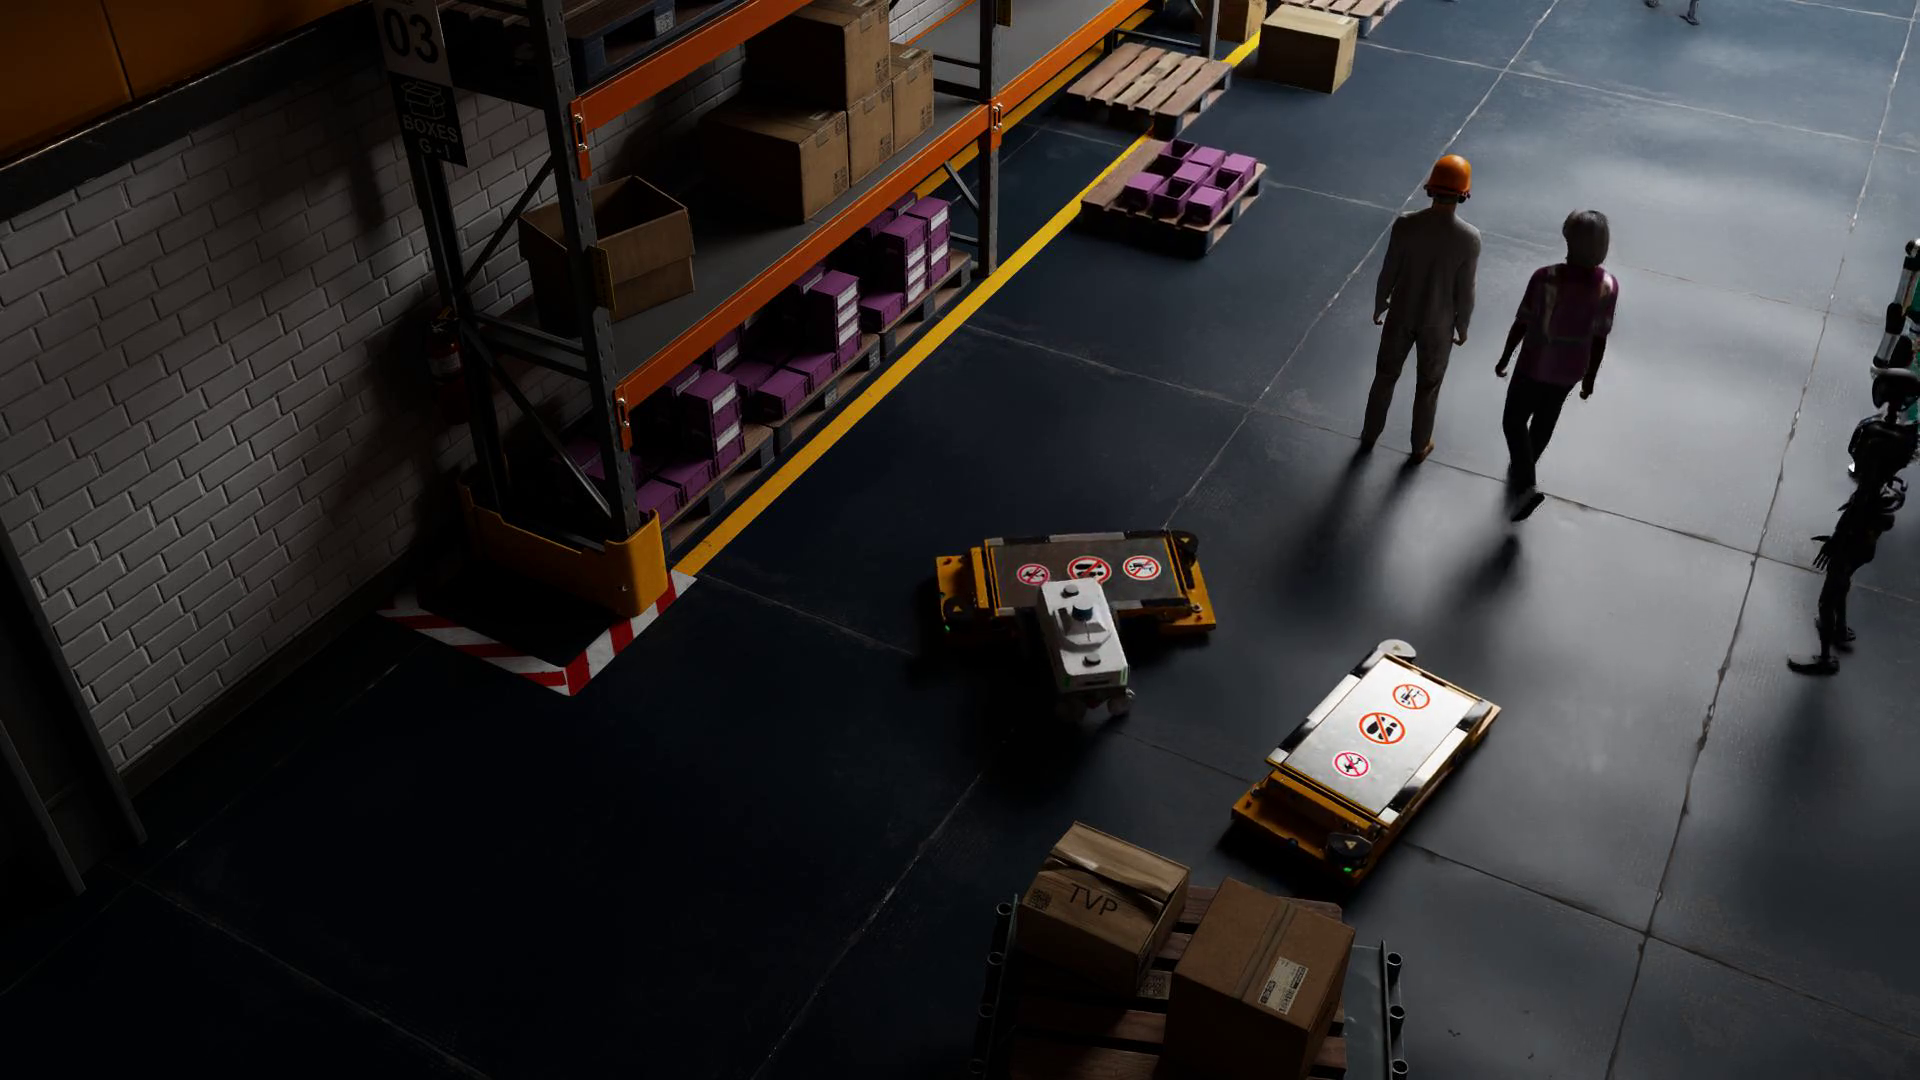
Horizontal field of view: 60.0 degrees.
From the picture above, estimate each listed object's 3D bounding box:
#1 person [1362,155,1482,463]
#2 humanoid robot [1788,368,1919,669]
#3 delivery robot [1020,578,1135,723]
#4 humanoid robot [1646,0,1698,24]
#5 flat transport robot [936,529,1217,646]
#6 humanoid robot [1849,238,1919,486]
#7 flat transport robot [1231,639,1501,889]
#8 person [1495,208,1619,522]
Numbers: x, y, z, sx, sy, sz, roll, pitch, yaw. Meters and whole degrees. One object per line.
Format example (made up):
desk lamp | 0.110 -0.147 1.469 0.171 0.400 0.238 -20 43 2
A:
person | 2.663 -1.321 9.581 0.560 1.887 0.399 18 42 21
humanoid robot | 4.473 -0.112 8.237 0.374 1.638 0.605 25 45 27
delivery robot | 0.600 0.524 8.337 0.502 0.596 0.767 -5 39 -7
humanoid robot | 6.679 -5.601 15.117 0.601 1.628 0.739 -6 39 -8
flat transport robot | 0.607 0.255 8.901 1.431 0.231 0.659 -3 39 -4
humanoid robot | 5.451 -0.879 9.209 0.545 1.863 0.849 -12 40 -15
flat transport robot | 1.964 1.025 7.939 0.659 0.231 1.431 28 46 30
person | 3.267 -0.950 9.161 0.530 1.821 0.717 2 39 2
